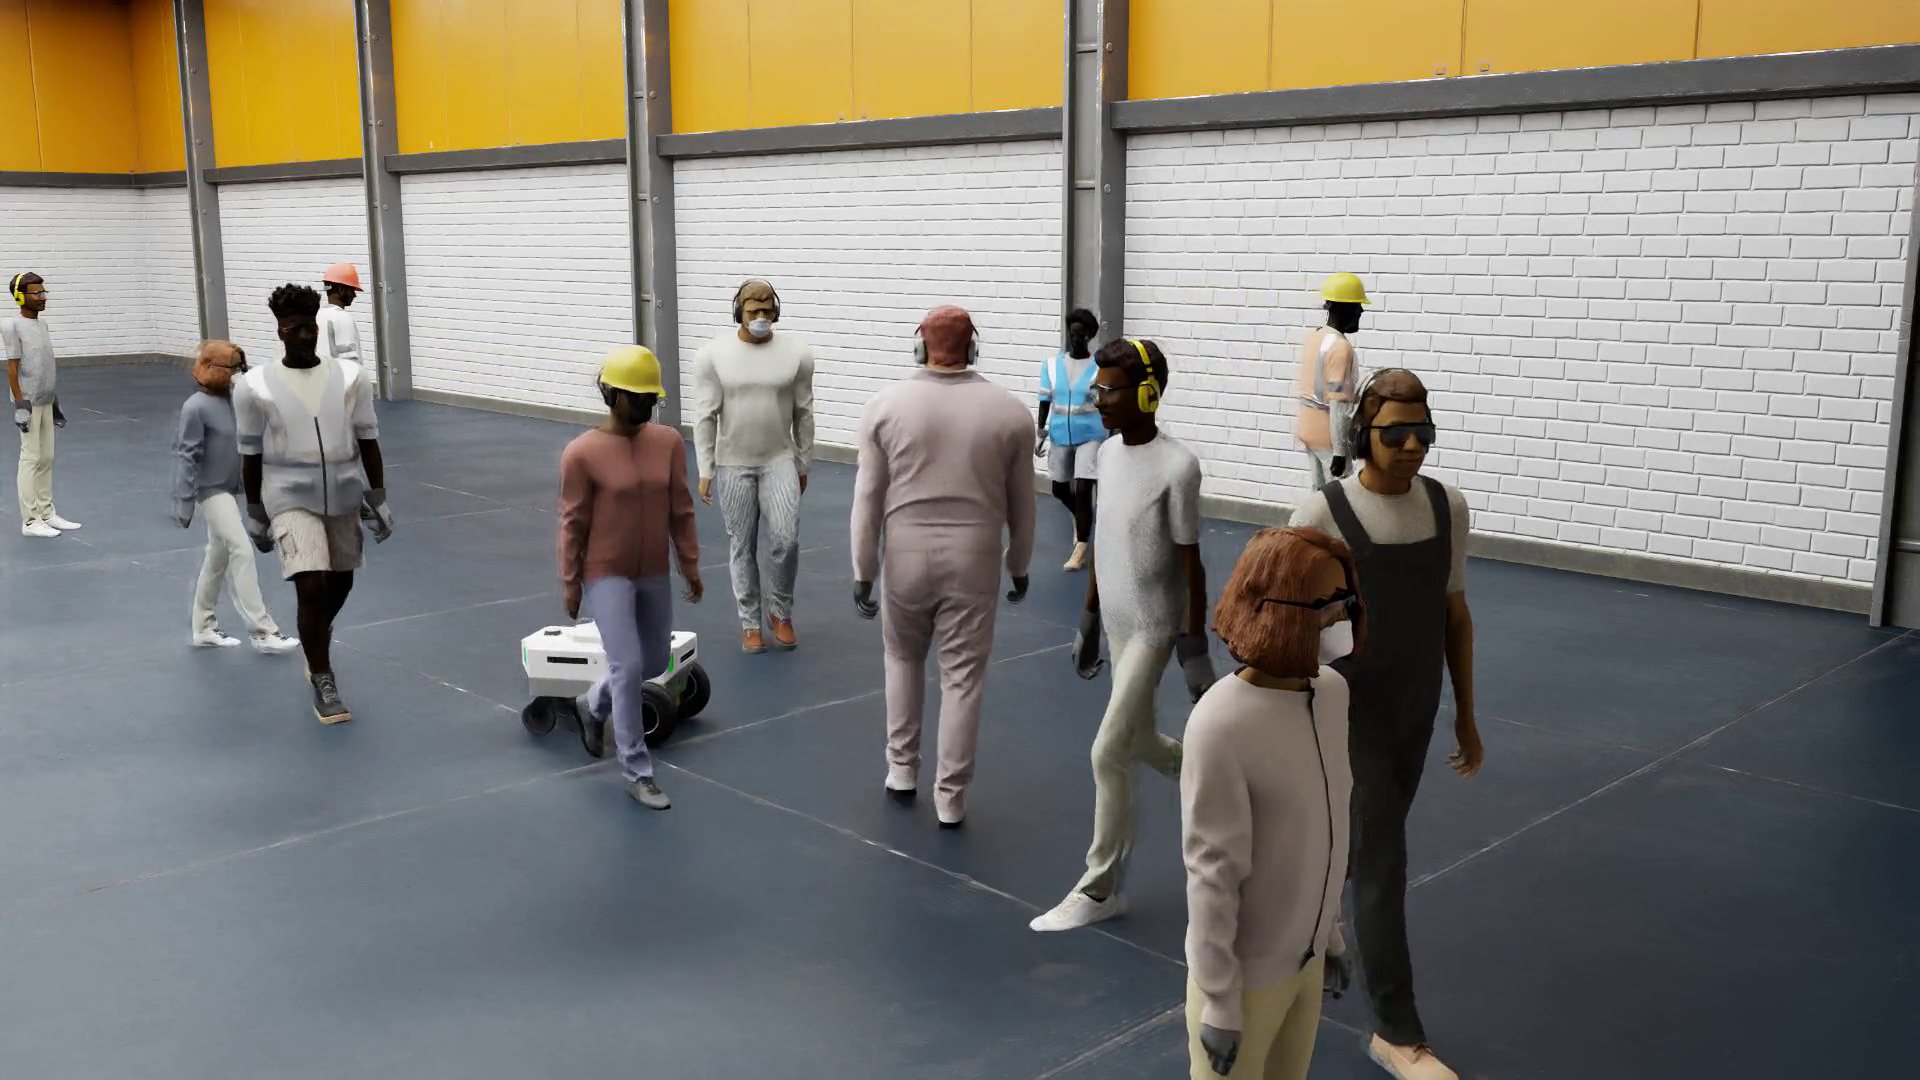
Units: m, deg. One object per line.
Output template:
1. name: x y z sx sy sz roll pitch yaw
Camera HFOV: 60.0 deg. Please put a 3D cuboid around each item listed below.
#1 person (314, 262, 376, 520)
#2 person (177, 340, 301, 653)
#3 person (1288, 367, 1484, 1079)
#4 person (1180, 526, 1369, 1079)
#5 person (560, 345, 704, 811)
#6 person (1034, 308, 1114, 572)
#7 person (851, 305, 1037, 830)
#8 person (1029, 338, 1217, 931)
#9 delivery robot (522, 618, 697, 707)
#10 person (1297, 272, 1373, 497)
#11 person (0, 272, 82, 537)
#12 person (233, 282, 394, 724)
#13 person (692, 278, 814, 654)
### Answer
1. person: -4.620 -1.109 12.498 0.375 1.928 0.542 -10 15 -44
2. person: -3.655 -0.210 8.492 0.796 1.597 0.523 1 10 6
3. person: 1.059 0.433 4.419 0.525 1.813 0.908 -4 11 -23
4. person: 0.564 0.777 3.013 0.283 1.634 0.498 8 13 38
5. person: -1.307 0.112 6.355 0.690 1.735 0.529 10 15 44
6. person: 0.787 -0.672 10.778 0.525 1.678 0.690 5 11 25
7. person: -0.054 0.081 6.137 0.676 1.878 0.703 0 10 -1
8. person: 0.625 0.280 5.225 0.871 1.842 0.505 -5 11 -24
9. delivery robot: -1.507 0.511 7.156 0.707 0.478 0.477 2 10 10
10. person: 2.201 -0.608 9.798 0.401 1.922 0.607 -1 10 -6
11. person: -6.574 -0.965 11.869 0.328 1.874 0.521 0 10 -1
12. person: -2.945 -0.202 7.543 0.607 1.934 0.925 -8 13 -36
13. person: -1.036 -0.360 8.439 0.624 1.916 0.460 -2 11 -11
